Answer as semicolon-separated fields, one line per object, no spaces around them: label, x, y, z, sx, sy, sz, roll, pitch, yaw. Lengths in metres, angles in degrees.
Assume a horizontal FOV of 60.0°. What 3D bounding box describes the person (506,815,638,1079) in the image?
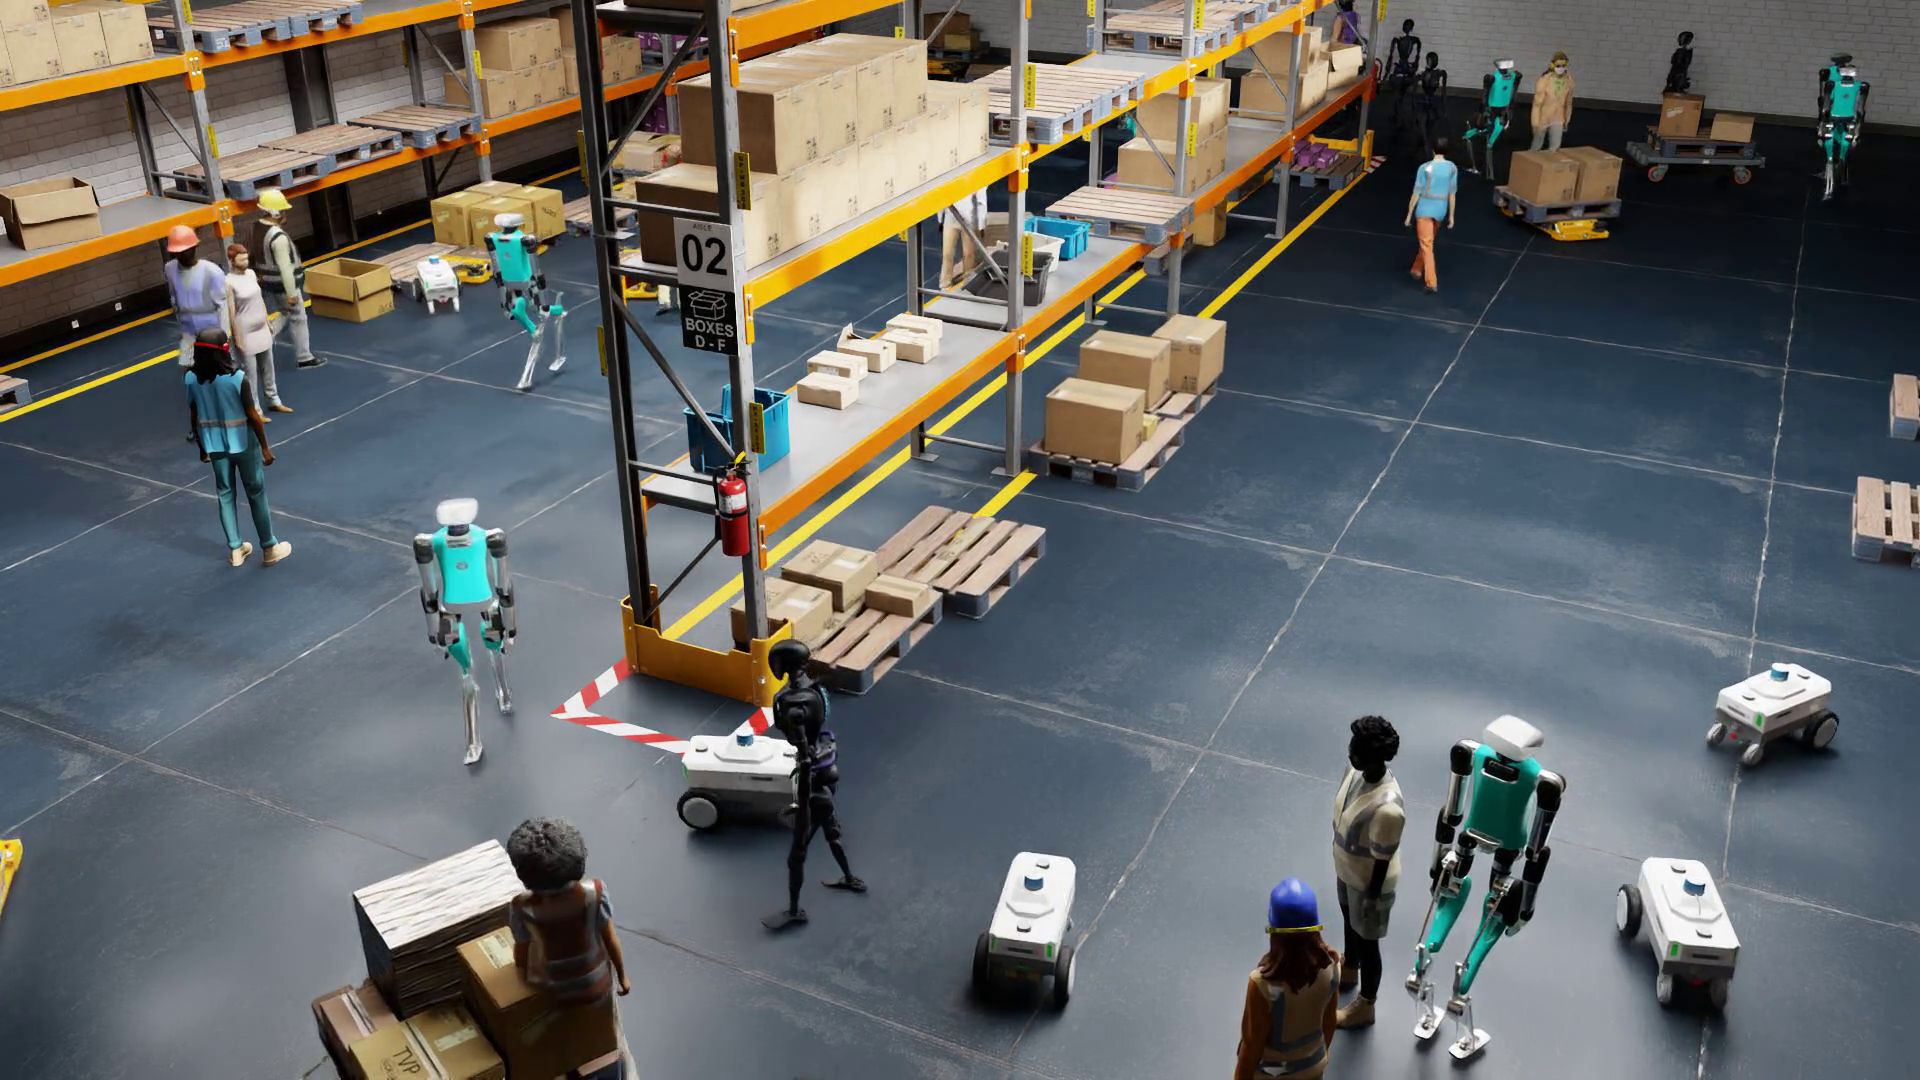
person;-1.683;1.922;7.302;0.487;1.667;0.356;-9;28;-18

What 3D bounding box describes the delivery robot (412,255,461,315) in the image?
delivery robot;-5.685;-2.810;18.100;0.499;0.566;0.739;-11;28;-21

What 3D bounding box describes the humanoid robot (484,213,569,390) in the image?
humanoid robot;-4.054;-2.313;15.829;0.555;1.745;1.050;8;28;16

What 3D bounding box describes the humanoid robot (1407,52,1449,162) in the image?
humanoid robot;6.648;-6.107;23.592;0.619;1.616;0.789;-8;28;-16

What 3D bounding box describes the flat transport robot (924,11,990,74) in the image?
flat transport robot;-0.209;-8.752;30.457;0.659;0.231;1.431;11;28;20

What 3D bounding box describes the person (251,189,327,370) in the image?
person;-6.580;-2.482;16.051;0.567;1.808;0.609;-22;34;-38

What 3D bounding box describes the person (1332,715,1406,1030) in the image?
person;1.933;1.579;7.985;0.320;1.692;0.533;-2;26;-5

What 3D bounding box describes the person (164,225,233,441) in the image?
person;-6.664;-1.795;14.543;0.556;1.911;0.782;3;26;6

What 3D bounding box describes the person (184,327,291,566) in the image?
person;-5.399;-0.678;12.347;0.543;1.865;0.376;1;26;1

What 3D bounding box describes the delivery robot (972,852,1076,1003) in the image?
delivery robot;0.363;1.950;8.504;0.514;0.584;0.756;6;27;12

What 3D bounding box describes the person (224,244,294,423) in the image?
person;-6.374;-1.865;14.987;0.302;1.649;0.447;8;28;16

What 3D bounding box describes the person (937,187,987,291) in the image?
person;-0.010;-3.421;18.036;0.591;1.723;0.715;6;27;13

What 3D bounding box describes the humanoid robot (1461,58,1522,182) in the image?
humanoid robot;7.203;-5.782;22.814;0.569;1.723;0.982;-6;27;-12

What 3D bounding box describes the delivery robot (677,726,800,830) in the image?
delivery robot;-1.251;1.358;9.699;0.773;0.582;0.499;2;26;5

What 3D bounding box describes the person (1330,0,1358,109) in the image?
person;6.132;-8.026;27.165;0.965;1.880;0.570;18;31;32

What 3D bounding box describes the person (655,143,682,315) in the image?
person;-3.001;-3.271;17.654;0.579;1.805;0.584;-4;27;-9

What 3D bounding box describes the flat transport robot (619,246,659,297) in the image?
flat transport robot;-3.650;-3.053;18.945;0.659;0.231;1.431;-1;26;-2

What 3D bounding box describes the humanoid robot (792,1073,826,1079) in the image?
humanoid robot;-0.597;2.590;6.006;0.611;1.641;0.674;20;32;34

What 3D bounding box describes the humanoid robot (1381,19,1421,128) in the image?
humanoid robot;6.910;-7.285;25.979;0.586;1.642;0.779;-7;27;-14

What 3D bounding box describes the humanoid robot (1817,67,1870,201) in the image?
humanoid robot;11.682;-5.391;22.121;0.559;1.855;0.801;14;29;25

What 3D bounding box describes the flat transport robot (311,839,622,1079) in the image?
flat transport robot;-2.307;2.522;7.683;1.431;0.231;0.659;-18;32;-32

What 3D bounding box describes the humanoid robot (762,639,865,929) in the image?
humanoid robot;-0.786;1.241;8.703;0.554;1.632;0.595;-2;26;-5

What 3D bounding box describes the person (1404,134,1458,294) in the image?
person;5.239;-3.641;18.491;0.507;1.723;0.902;-5;27;-10

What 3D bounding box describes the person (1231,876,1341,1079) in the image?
person;1.301;2.133;6.767;0.480;1.775;0.317;-12;29;-23

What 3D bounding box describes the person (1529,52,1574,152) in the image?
person;7.990;-5.677;22.507;0.574;1.826;0.961;1;26;1

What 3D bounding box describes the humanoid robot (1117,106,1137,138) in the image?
humanoid robot;2.455;-5.720;22.683;1.027;1.736;0.562;-20;33;-34

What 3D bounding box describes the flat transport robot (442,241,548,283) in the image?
flat transport robot;-5.506;-3.316;19.476;0.659;0.231;1.431;9;28;18

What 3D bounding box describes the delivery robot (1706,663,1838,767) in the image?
delivery robot;5.064;1.043;10.353;0.777;0.598;0.499;-14;30;-26

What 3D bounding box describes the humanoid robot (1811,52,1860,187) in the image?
humanoid robot;12.045;-5.658;22.577;0.572;1.759;0.933;-8;28;-16

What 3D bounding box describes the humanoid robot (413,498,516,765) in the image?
humanoid robot;-2.986;0.450;10.234;0.530;1.766;0.953;-6;27;-11

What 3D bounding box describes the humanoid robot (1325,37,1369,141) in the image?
humanoid robot;5.694;-6.538;24.403;0.581;1.634;0.594;9;28;17

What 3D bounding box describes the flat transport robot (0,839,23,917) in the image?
flat transport robot;-5.397;2.027;8.684;0.659;0.231;1.431;-8;27;-16

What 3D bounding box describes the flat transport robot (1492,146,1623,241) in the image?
flat transport robot;7.489;-4.060;20.979;0.659;0.231;1.431;-6;27;-12

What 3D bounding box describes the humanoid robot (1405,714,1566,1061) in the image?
humanoid robot;2.325;1.670;7.660;0.530;1.712;0.724;22;34;37

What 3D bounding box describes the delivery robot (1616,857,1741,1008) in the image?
delivery robot;3.703;1.960;8.508;0.499;0.606;0.801;4;27;7

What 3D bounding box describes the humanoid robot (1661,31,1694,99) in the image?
humanoid robot;10.812;-6.786;24.930;0.684;1.635;0.583;1;26;1
